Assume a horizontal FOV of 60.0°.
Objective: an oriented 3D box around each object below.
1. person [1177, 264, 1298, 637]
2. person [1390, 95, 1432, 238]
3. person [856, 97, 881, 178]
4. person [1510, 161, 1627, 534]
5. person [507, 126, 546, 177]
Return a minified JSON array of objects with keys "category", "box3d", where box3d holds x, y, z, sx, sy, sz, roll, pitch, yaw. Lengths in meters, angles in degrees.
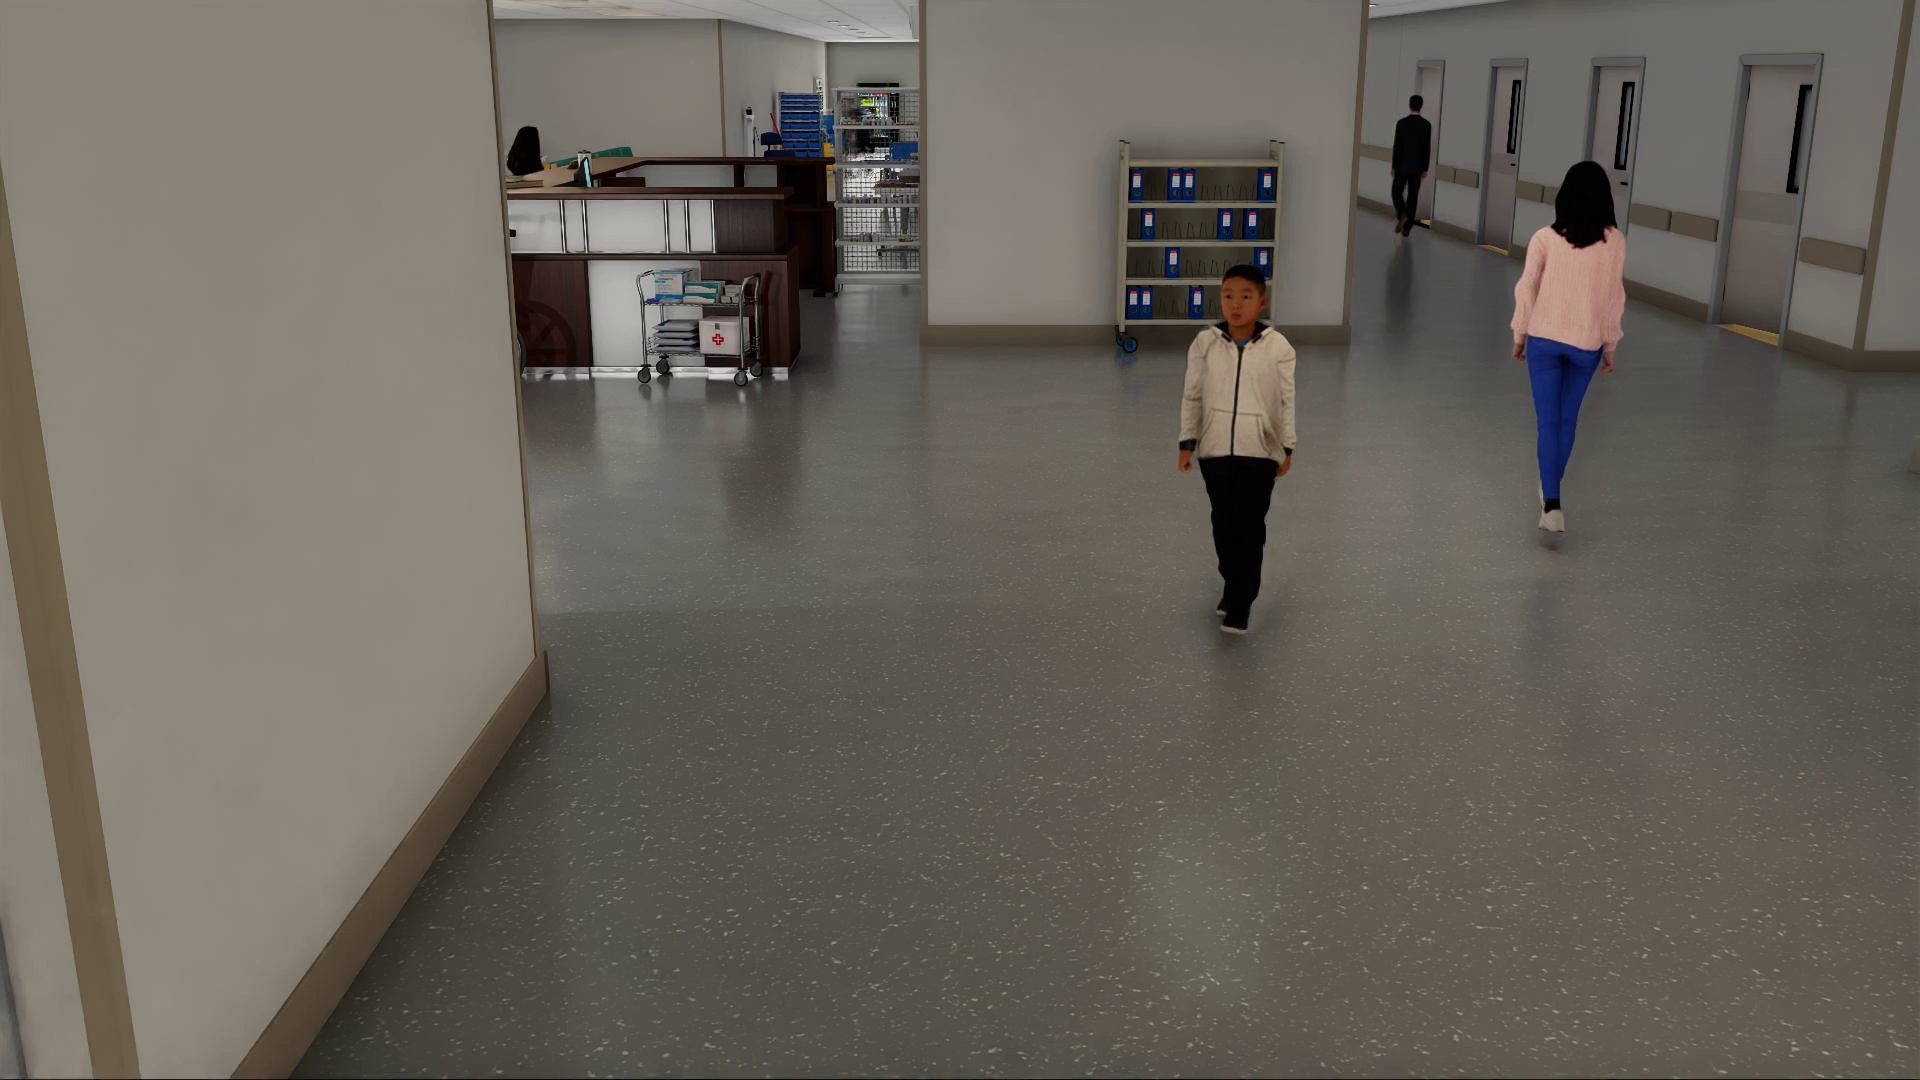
[{"category":"person","box3d":[1.125,-0.371,6.642,0.848,1.432,0.816,6,17,19]},{"category":"person","box3d":[5.978,-4.953,22.108,0.842,1.859,0.758,2,16,6]},{"category":"person","box3d":[-1.963,-8.402,34.715,0.656,1.656,0.791,2,16,9]},{"category":"person","box3d":[2.856,-0.864,7.859,1.131,1.721,0.890,4,16,13]},{"category":"person","box3d":[-4.584,-3.512,17.508,1.084,1.581,1.029,10,19,32]}]
